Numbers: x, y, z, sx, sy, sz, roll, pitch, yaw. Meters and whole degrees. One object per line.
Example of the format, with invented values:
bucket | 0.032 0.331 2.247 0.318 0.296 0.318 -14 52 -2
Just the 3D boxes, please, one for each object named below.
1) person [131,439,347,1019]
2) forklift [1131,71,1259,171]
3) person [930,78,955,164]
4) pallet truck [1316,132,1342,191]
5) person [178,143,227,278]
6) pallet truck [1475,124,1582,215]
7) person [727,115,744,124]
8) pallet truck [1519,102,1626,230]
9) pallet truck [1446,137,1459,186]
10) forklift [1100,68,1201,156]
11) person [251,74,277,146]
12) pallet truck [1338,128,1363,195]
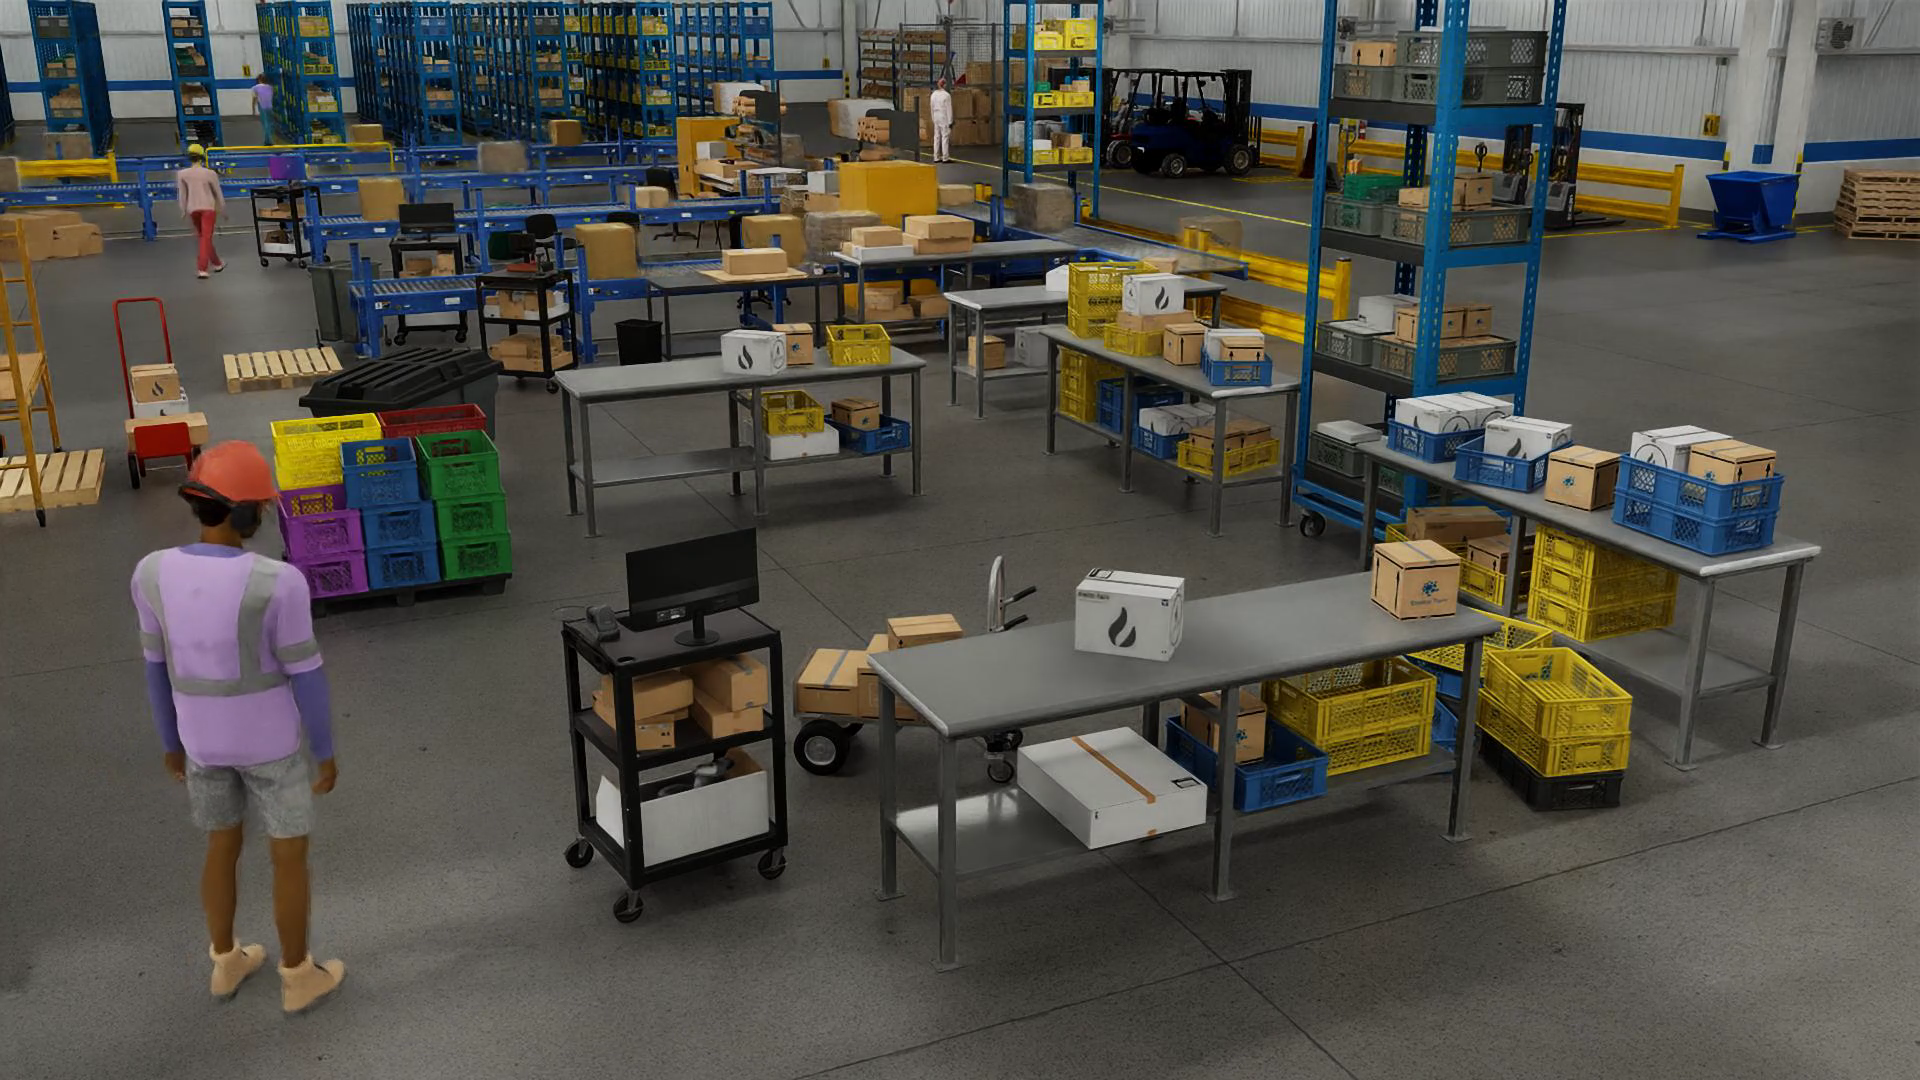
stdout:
person | -2.421 0.655 5.668 0.615 2.028 0.415 3 18 8
forklift | 4.998 -8.936 35.413 2.680 1.987 1.157 -9 20 -25
person | -0.383 -9.636 38.263 0.407 1.913 0.641 -16 24 -42
pallet truck | 7.723 -7.504 32.656 1.601 1.201 0.680 -8 19 -23
person | -9.929 -4.325 21.840 0.540 1.717 0.935 1 18 2
pallet truck | 9.707 -6.455 28.103 1.885 1.965 0.823 -7 19 -20
person | -4.789 -8.503 34.898 0.931 1.779 0.614 4 18 13
pallet truck | 9.972 -6.037 26.785 1.885 1.965 0.823 -9 20 -25
pallet truck | 9.184 -6.485 29.328 1.630 1.274 0.653 -8 19 -23
forklift | 4.082 -9.564 37.410 2.680 1.987 1.157 -8 19 -23
person | -18.212 -11.241 43.505 0.800 1.794 0.662 14 23 38
pallet truck | 7.845 -7.140 31.411 1.522 1.261 0.704 -9 20 -25
